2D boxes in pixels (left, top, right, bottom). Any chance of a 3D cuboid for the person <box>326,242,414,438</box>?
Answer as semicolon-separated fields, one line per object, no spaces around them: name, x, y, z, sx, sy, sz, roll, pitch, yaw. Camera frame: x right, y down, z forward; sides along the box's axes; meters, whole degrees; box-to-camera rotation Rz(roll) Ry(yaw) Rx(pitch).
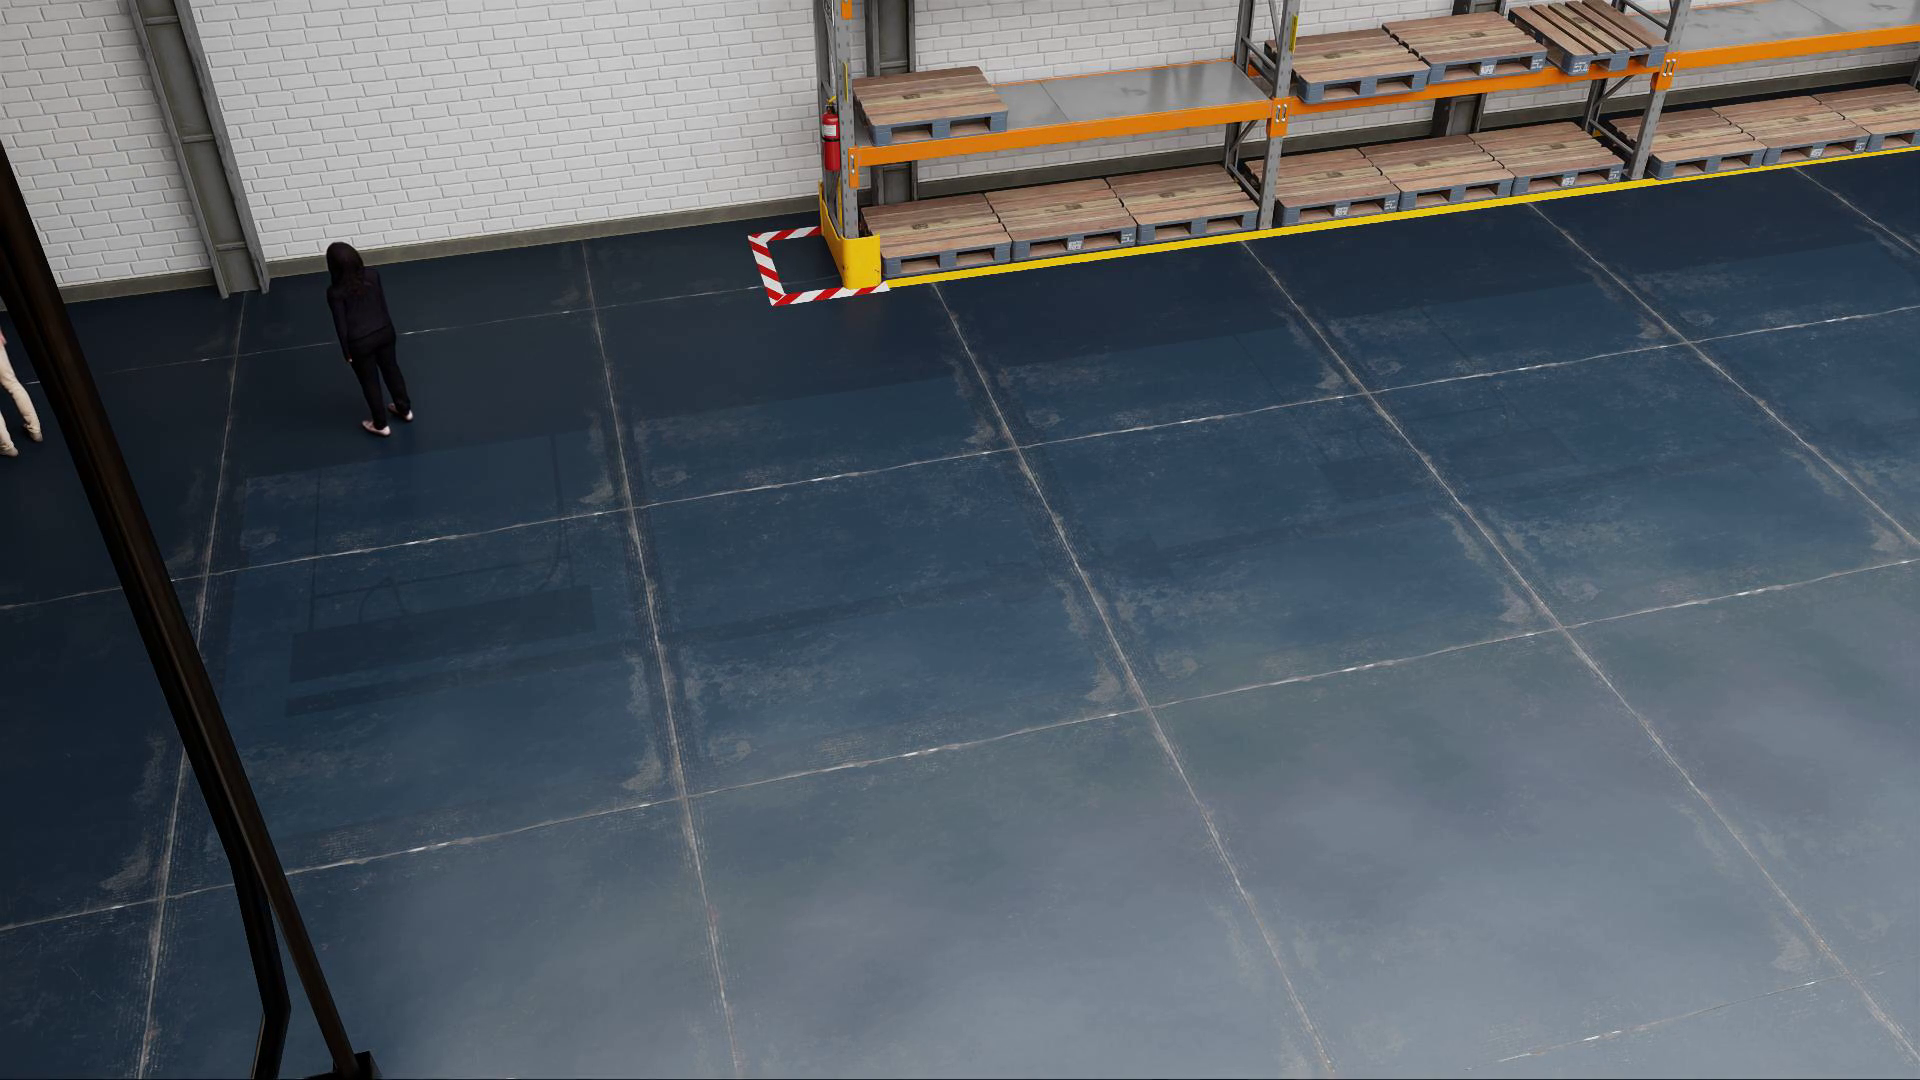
person;-4.539;-1.554;12.767;0.821;1.614;0.759;21;43;24
